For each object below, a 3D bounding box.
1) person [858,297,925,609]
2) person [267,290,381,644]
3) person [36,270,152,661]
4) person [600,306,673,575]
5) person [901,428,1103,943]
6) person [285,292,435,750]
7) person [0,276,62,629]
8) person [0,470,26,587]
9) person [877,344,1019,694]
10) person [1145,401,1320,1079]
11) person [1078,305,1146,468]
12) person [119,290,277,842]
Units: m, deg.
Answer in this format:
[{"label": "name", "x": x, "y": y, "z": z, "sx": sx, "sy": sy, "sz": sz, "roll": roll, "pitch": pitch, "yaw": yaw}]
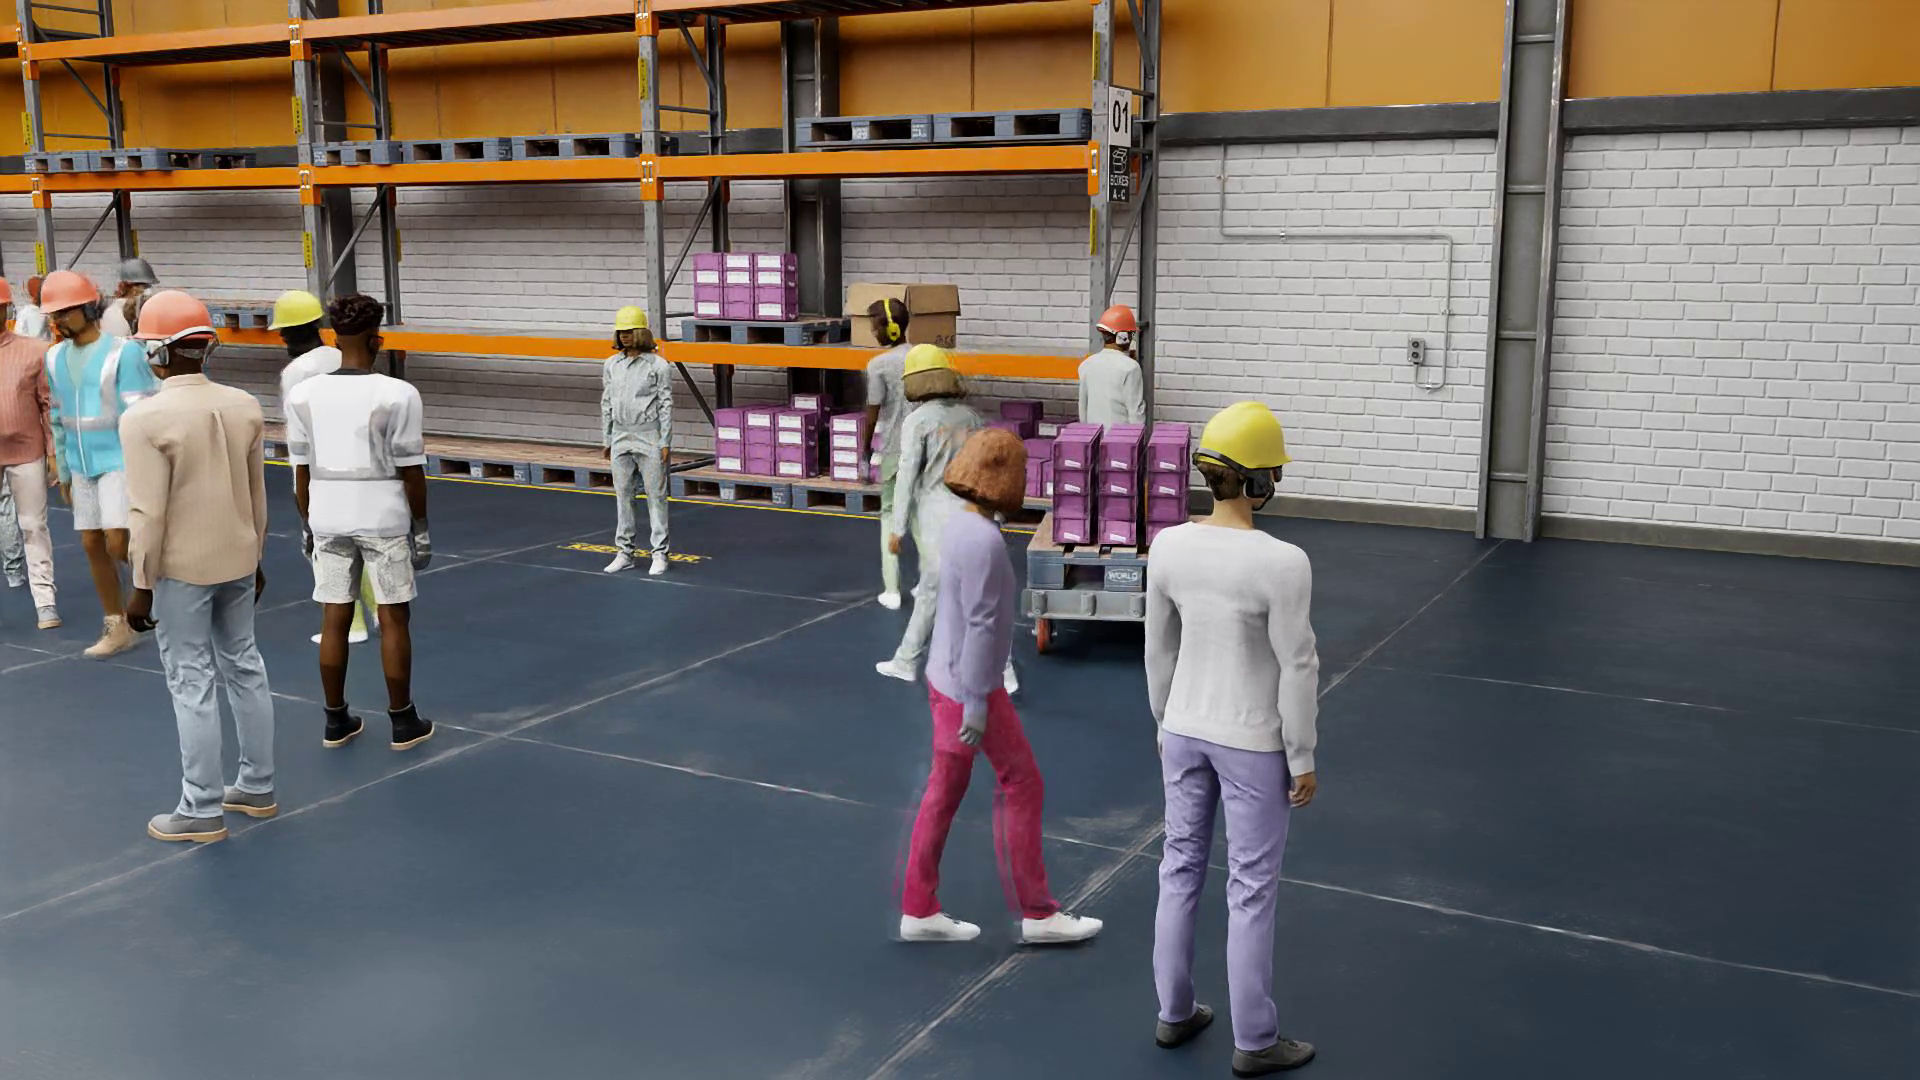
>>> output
[{"label": "person", "x": -0.350, "y": -0.506, "z": 9.824, "sx": 0.592, "sy": 1.833, "sz": 0.439, "roll": -8, "pitch": 13, "yaw": -36}, {"label": "person", "x": -3.380, "y": -0.380, "z": 8.924, "sx": 0.493, "sy": 1.904, "sz": 0.624, "roll": 3, "pitch": 11, "yaw": 14}, {"label": "person", "x": -4.433, "y": -0.386, "z": 8.645, "sx": 0.632, "sy": 2.019, "sz": 0.547, "roll": 3, "pitch": 11, "yaw": 15}, {"label": "person", "x": -2.104, "y": -0.640, "z": 10.798, "sx": 0.493, "sy": 1.743, "sz": 0.295, "roll": 3, "pitch": 11, "yaw": 14}, {"label": "person", "x": 0.134, "y": 0.457, "z": 5.131, "sx": 0.726, "sy": 1.599, "sz": 0.518, "roll": -2, "pitch": 11, "yaw": -11}, {"label": "person", "x": -2.550, "y": -0.074, "z": 7.120, "sx": 0.603, "sy": 1.957, "sz": 0.385, "roll": 1, "pitch": 10, "yaw": 7}, {"label": "person", "x": -5.314, "y": -0.481, "z": 9.228, "sx": 0.612, "sy": 1.997, "sz": 0.376, "roll": -5, "pitch": 12, "yaw": -26}, {"label": "person", "x": -6.121, "y": -0.551, "z": 10.314, "sx": 0.492, "sy": 1.740, "sz": 0.325, "roll": -9, "pitch": 13, "yaw": -39}, {"label": "person", "x": -0.061, "y": -0.087, "z": 7.931, "sx": 0.926, "sy": 1.685, "sz": 0.525, "roll": 7, "pitch": 13, "yaw": 35}, {"label": "person", "x": 0.714, "y": 0.521, "z": 4.370, "sx": 0.313, "sy": 1.769, "sz": 0.523, "roll": -10, "pitch": 14, "yaw": -44}, {"label": "person", "x": 1.002, "y": -0.630, "z": 10.708, "sx": 0.327, "sy": 1.752, "sz": 0.563, "roll": -8, "pitch": 13, "yaw": -37}, {"label": "person", "x": -2.776, "y": 0.098, "z": 6.061, "sx": 0.381, "sy": 1.994, "sz": 0.621, "roll": 4, "pitch": 11, "yaw": 20}]
